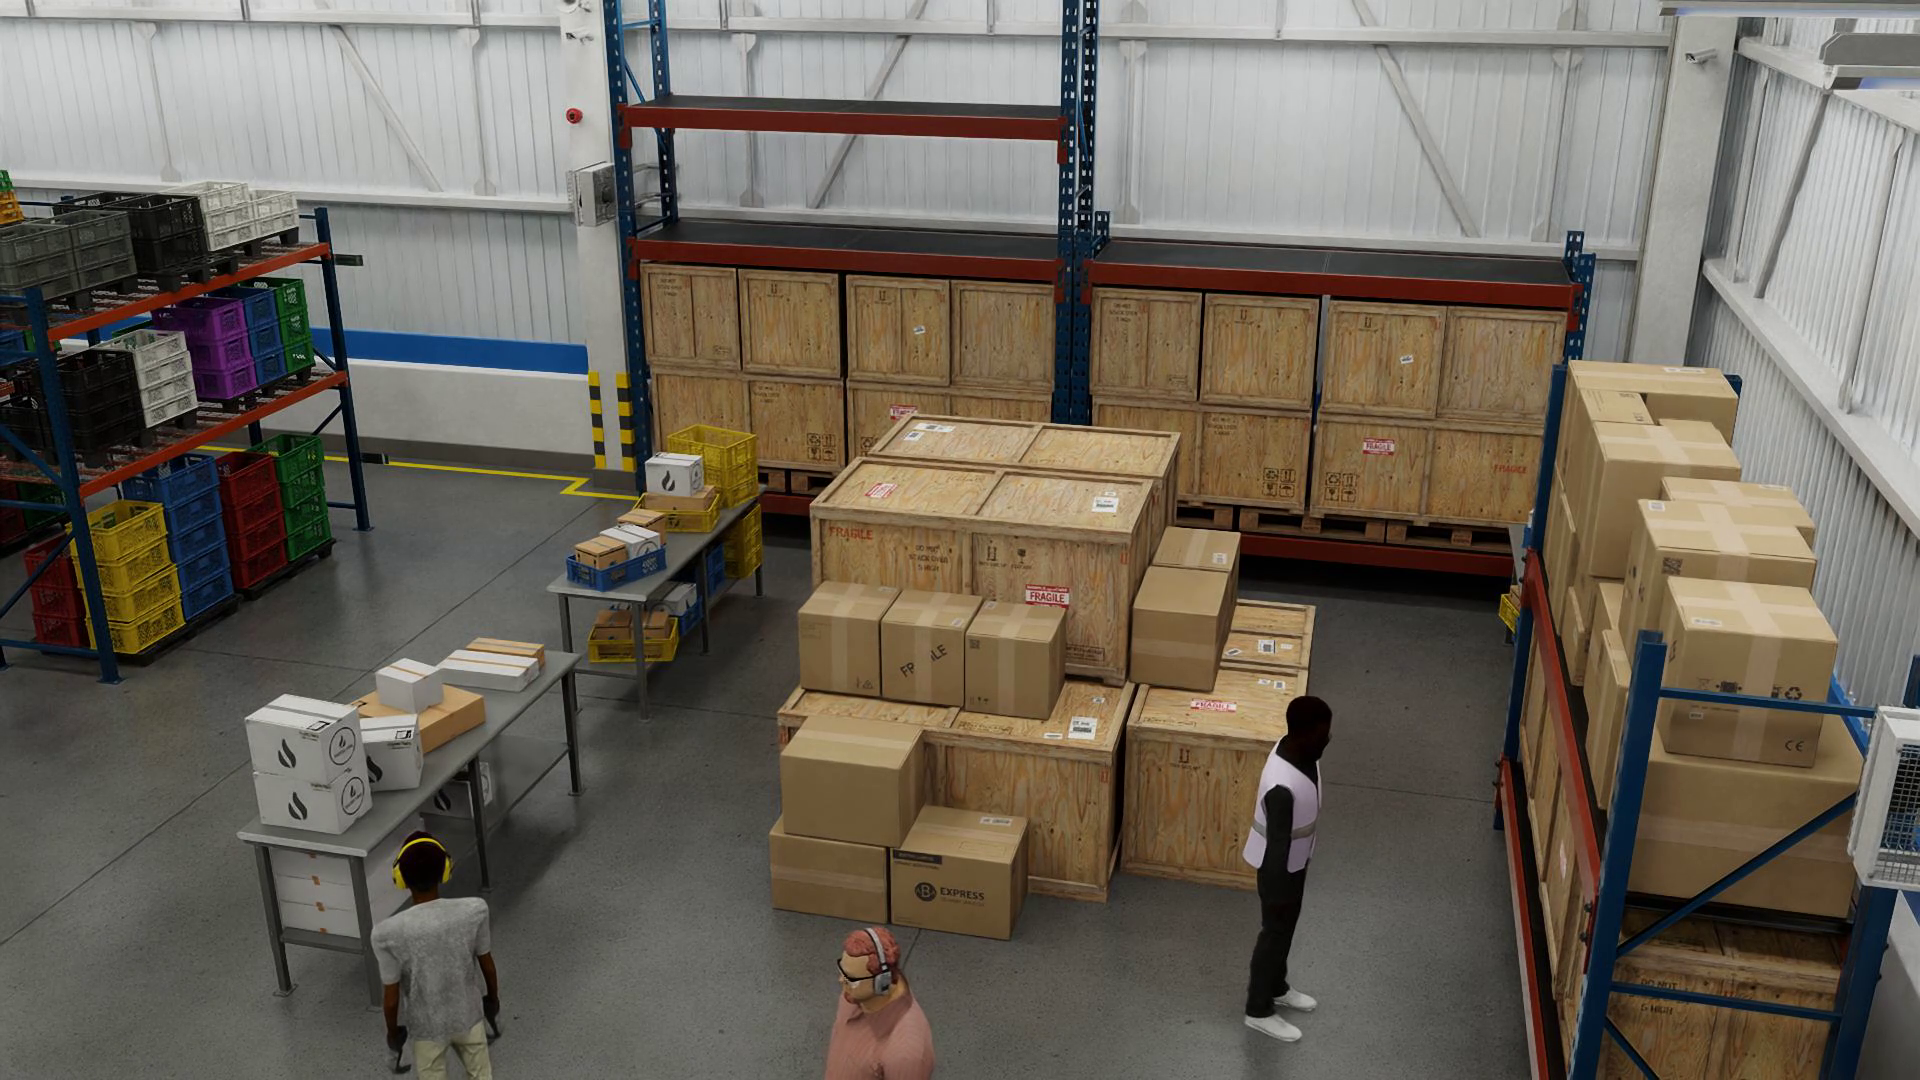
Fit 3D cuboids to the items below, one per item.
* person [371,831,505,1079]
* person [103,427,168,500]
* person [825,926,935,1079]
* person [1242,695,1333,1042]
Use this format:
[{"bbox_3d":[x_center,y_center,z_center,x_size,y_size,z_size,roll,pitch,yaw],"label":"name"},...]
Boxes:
[{"bbox_3d":[-2.254,2.114,7.252,0.521,1.873,0.334,-11,24,-27],"label":"person"},{"bbox_3d":[-7.380,-0.796,14.850,0.575,1.882,0.355,-5,21,-13],"label":"person"},{"bbox_3d":[-0.332,2.353,6.595,0.401,1.901,0.646,-7,22,-18],"label":"person"},{"bbox_3d":[1.650,1.638,8.451,0.406,1.909,0.594,8,22,19],"label":"person"}]
